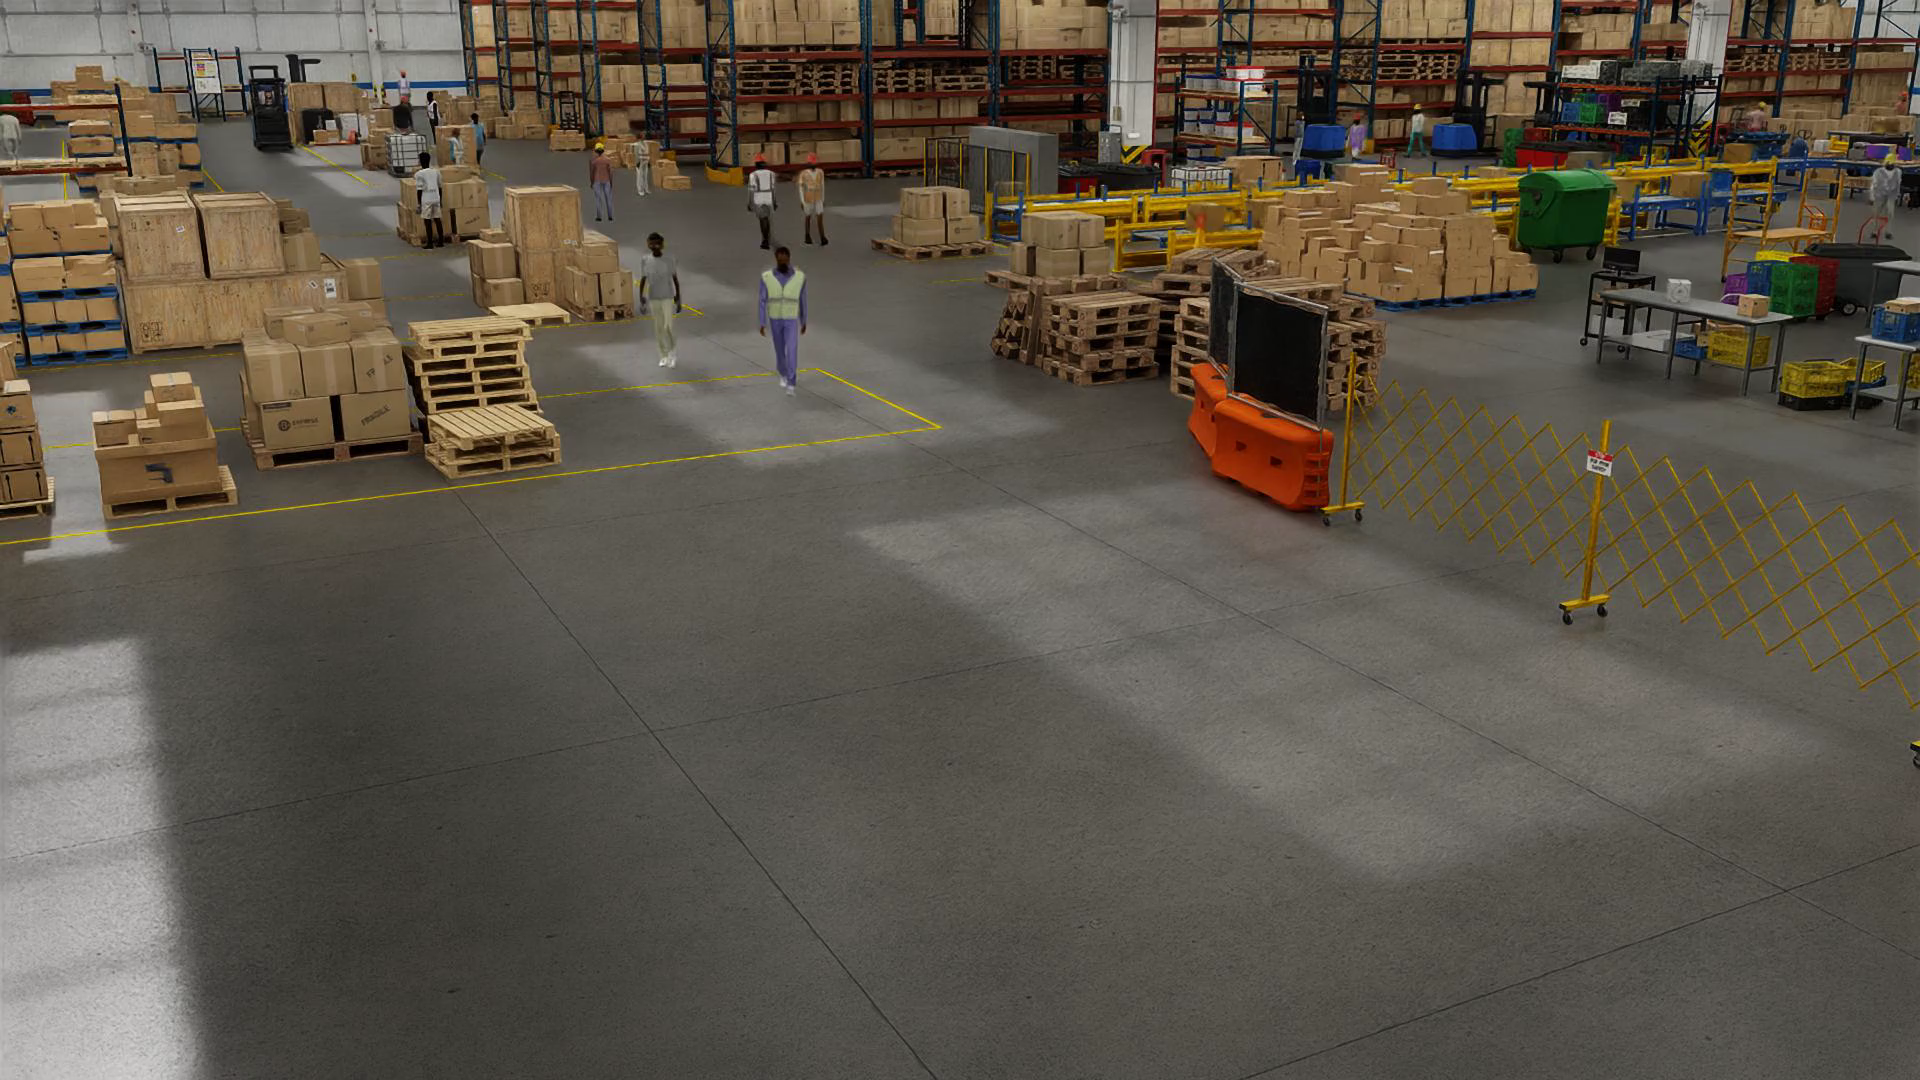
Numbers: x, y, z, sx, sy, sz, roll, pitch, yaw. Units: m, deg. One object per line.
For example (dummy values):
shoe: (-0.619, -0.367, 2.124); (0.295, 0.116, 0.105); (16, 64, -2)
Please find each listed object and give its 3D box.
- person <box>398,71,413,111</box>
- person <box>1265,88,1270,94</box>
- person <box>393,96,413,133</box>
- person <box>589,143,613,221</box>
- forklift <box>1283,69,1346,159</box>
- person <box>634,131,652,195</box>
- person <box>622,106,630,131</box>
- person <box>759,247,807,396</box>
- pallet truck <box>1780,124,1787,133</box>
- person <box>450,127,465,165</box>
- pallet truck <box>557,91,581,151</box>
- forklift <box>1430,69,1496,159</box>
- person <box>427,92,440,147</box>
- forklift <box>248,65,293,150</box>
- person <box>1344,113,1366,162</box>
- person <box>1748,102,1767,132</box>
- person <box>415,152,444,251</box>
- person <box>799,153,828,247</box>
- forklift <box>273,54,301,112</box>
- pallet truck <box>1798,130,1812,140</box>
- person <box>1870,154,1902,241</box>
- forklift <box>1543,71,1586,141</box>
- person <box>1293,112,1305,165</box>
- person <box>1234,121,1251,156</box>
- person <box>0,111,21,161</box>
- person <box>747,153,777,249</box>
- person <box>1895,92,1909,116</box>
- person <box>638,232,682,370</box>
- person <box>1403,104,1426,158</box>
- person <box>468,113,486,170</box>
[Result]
person: (-25.743, -20.775, 77.203); (0.564, 1.883, 0.985); (-1, 18, -3)
person: (12.133, -17.002, 65.746); (0.529, 1.697, 0.321); (-14, 23, -37)
person: (-18.431, -13.721, 55.135); (0.652, 1.954, 0.517); (0, 18, -1)
person: (-8.275, -8.259, 38.379); (0.529, 1.768, 0.312); (-7, 19, -22)
forklift: (11.615, -13.871, 54.079); (1.129, 2.768, 1.873); (-9, 20, -27)
person: (-8.337, -9.887, 43.660); (0.308, 1.639, 0.510); (9, 20, 26)
person: (-12.631, -15.794, 61.826); (0.944, 1.801, 0.639); (-7, 19, -22)
person: (-2.252, -2.810, 21.245); (0.600, 1.867, 1.039); (-1, 18, -4)
pallet truck: (25.206, -12.542, 52.601); (1.601, 1.201, 0.680); (0, 18, -2)
person: (-13.748, -10.437, 45.406); (0.443, 1.626, 0.516); (6, 19, 17)
pallet truck: (-13.495, -14.412, 57.188); (0.823, 1.965, 1.885); (-3, 18, -9)
forklift: (16.441, -13.870, 54.075); (1.873, 2.768, 1.129); (-9, 20, -26)
person: (-18.541, -14.826, 58.621); (0.393, 1.912, 0.589); (-13, 22, -35)
forklift: (-23.973, -14.996, 57.585); (1.129, 2.768, 1.873); (-9, 20, -27)
person: (11.250, -11.186, 47.326); (1.012, 1.886, 0.552); (-9, 20, -27)
person: (26.701, -13.779, 55.689); (0.970, 1.699, 0.527); (-8, 19, -23)
person: (-10.755, -6.865, 33.708); (0.367, 1.967, 0.607); (13, 22, 34)
person: (-3.029, -7.017, 34.316); (0.576, 1.877, 1.015); (-7, 19, -21)
forklift: (-28.193, -19.170, 70.598); (1.873, 2.768, 1.129); (-9, 20, -26)
pallet truck: (25.526, -11.556, 49.408); (1.630, 1.274, 0.653); (-9, 20, -26)
person: (19.546, -7.222, 35.083); (0.626, 1.796, 0.836); (2, 18, 7)
forklift: (18.685, -13.231, 52.085); (1.873, 2.768, 1.129); (-9, 20, -26)
person: (10.611, -12.559, 51.998); (0.285, 1.633, 0.498); (16, 24, 40)
person: (8.090, -11.177, 47.712); (0.395, 1.618, 0.498); (-13, 22, -36)
person: (-28.661, -12.124, 50.190); (0.768, 1.916, 0.636); (15, 23, 39)
person: (-4.075, -6.920, 33.959); (0.568, 1.911, 0.710); (-11, 21, -30)
person: (32.149, -14.319, 56.902); (0.622, 1.992, 0.396); (-13, 22, -35)
person: (-4.092, -3.243, 22.601); (0.544, 1.845, 0.673); (0, 18, 1)
person: (14.952, -13.354, 54.346); (0.902, 1.724, 0.536); (-11, 21, -30)
person: (-14.737, -12.154, 50.676); (0.538, 1.674, 0.727); (-14, 22, -37)
